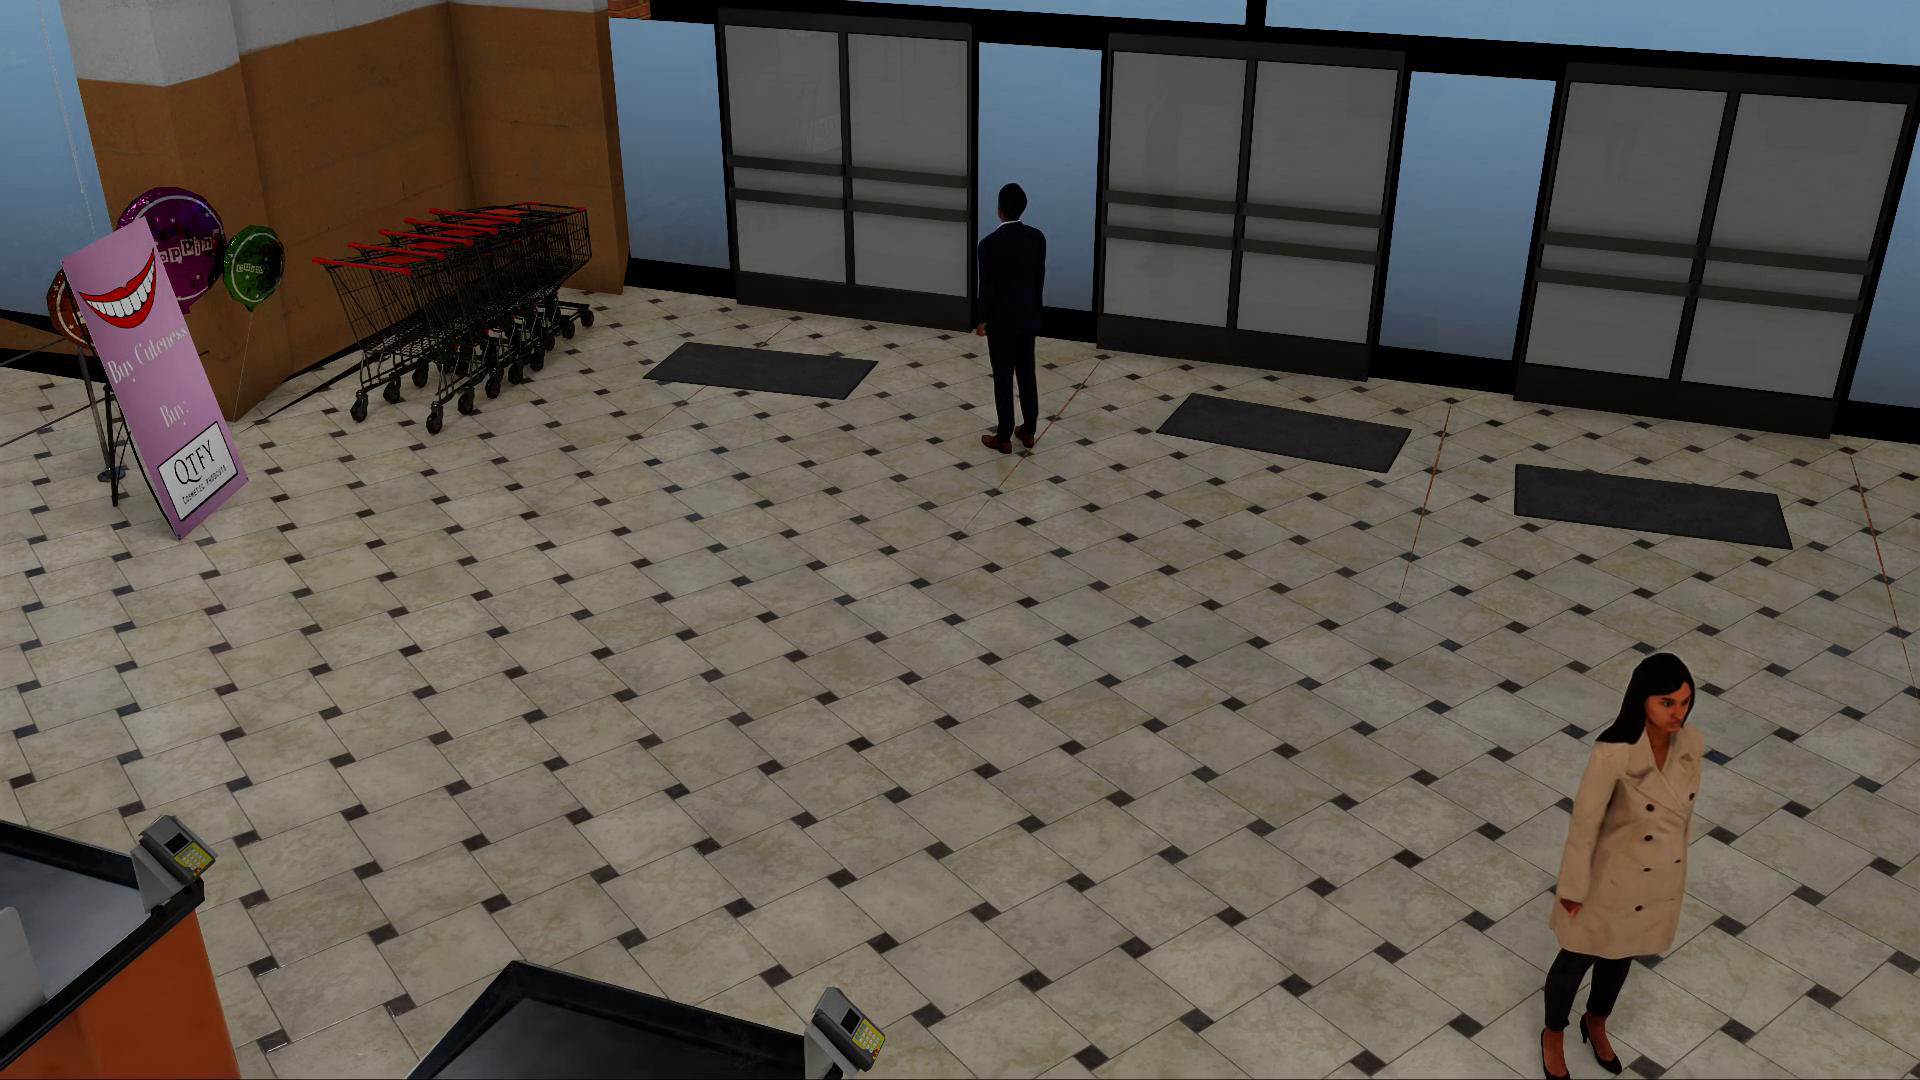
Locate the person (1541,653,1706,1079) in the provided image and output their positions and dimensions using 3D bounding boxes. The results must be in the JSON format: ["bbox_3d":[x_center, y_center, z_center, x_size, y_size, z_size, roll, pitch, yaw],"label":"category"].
[{"bbox_3d":[2.213,1.119,5.571,0.718,1.682,0.741,-8,28,-16],"label":"person"}]

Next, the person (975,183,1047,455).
[{"bbox_3d":[0.327,-1.380,10.450,0.688,1.726,0.764,-14,30,-26],"label":"person"}]
